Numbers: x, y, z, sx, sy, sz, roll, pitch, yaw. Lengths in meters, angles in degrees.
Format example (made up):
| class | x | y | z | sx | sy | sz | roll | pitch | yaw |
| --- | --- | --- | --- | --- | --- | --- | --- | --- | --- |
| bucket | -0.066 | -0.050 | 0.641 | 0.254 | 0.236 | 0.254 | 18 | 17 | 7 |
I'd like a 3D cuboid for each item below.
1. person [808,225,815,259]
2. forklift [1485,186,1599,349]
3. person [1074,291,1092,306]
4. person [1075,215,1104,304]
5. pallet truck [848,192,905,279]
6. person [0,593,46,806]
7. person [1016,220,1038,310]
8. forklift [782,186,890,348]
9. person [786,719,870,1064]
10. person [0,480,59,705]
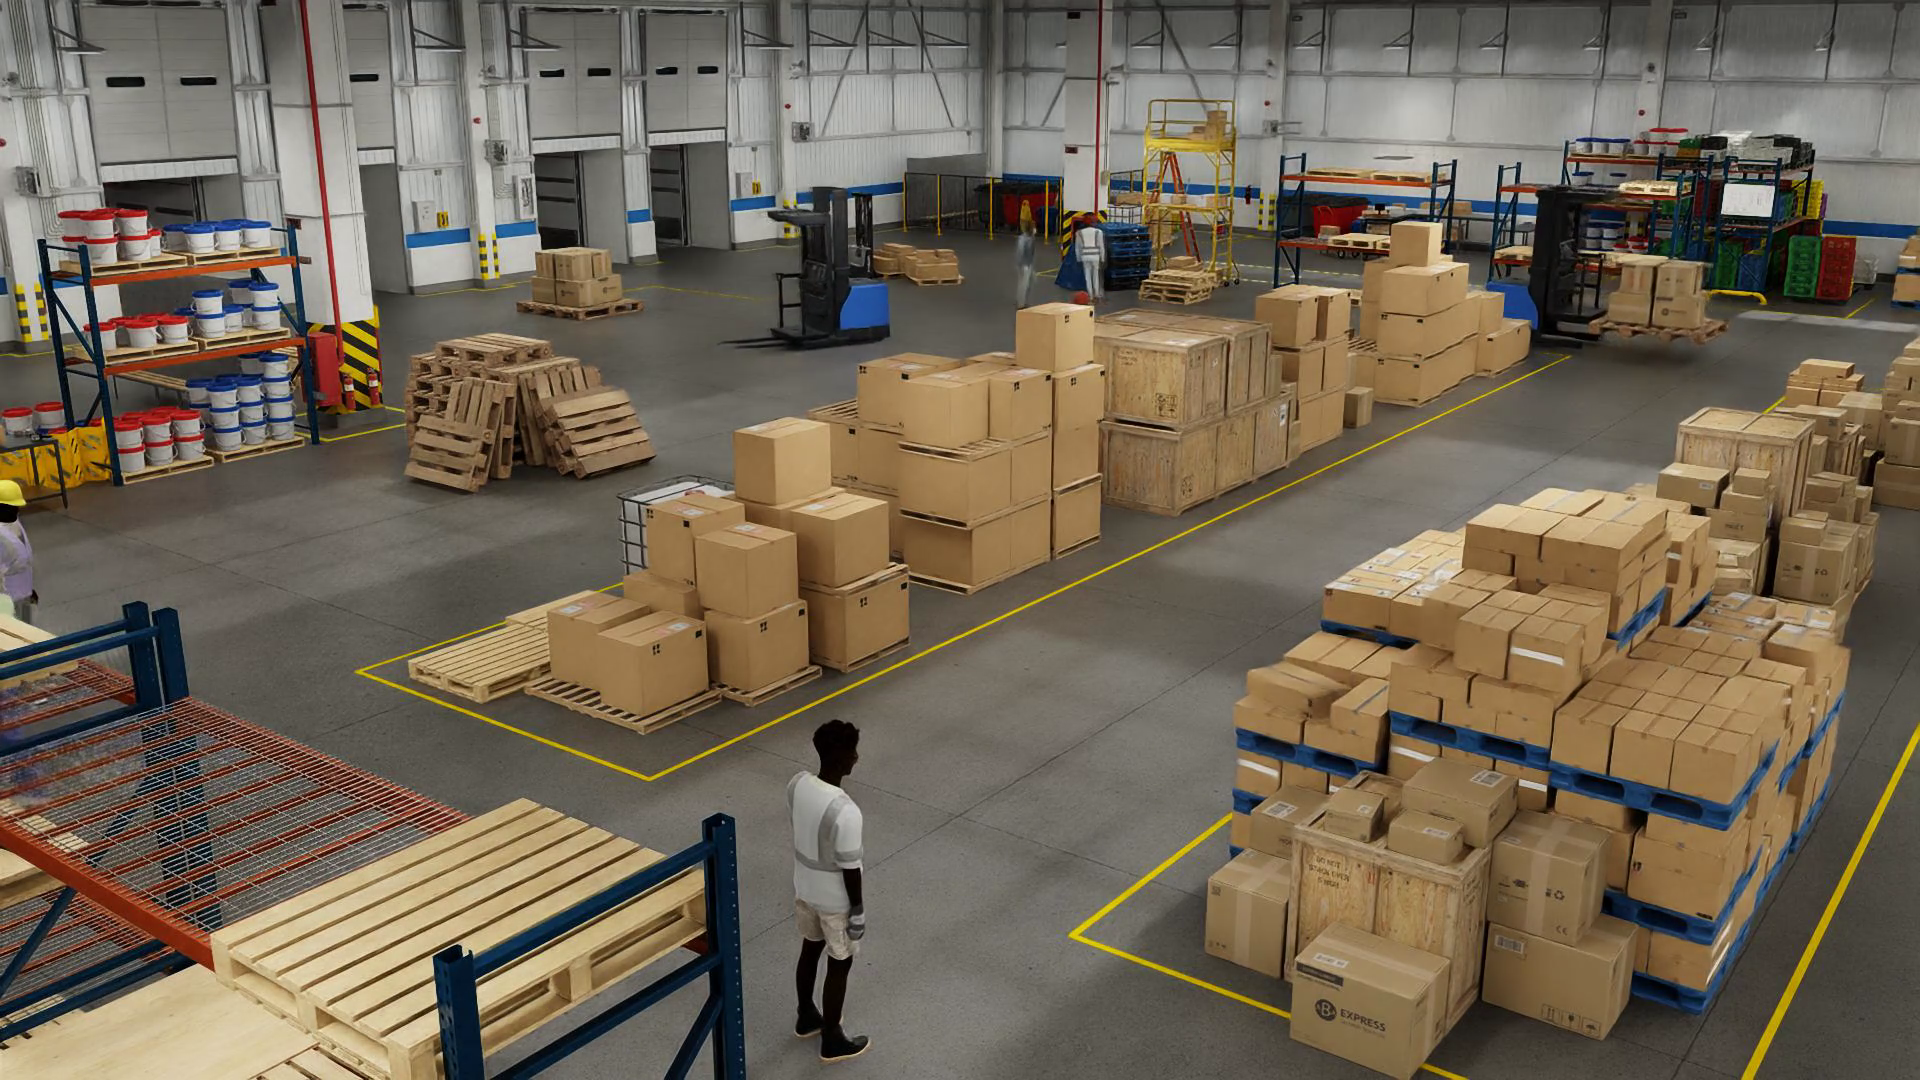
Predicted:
| class | x | y | z | sx | sy | sz | roll | pitch | yaw |
| --- | --- | --- | --- | --- | --- | --- | --- | --- | --- |
| person | -3.360 | -7.143 | 39.617 | 0.527 | 1.598 | 0.872 | -1 | 17 | -3 |
| forklift | 10.728 | -5.041 | 30.467 | 1.873 | 2.768 | 1.129 | 12 | 21 | 35 |
| person | 1.751 | -2.674 | 24.263 | 0.589 | 1.914 | 0.587 | 11 | 20 | 33 |
| person | 2.737 | -5.959 | 35.266 | 0.607 | 1.842 | 0.699 | 0 | 17 | 1 |
| pallet truck | -1.936 | -7.159 | 38.982 | 1.885 | 1.965 | 0.823 | -12 | 21 | -34 |
| person | -7.043 | 1.050 | 11.981 | 0.683 | 1.896 | 0.596 | -2 | 17 | -7 |
| person | 1.362 | -5.570 | 33.877 | 0.472 | 1.909 | 0.658 | 8 | 18 | 24 |
| forklift | -2.326 | -5.038 | 30.458 | 1.873 | 2.768 | 1.129 | -9 | 19 | -28 |
| person | -0.705 | 1.898 | 9.073 | 0.378 | 1.957 | 0.607 | -13 | 21 | -36 |
| person | -7.931 | 0.432 | 13.984 | 0.381 | 1.917 | 0.585 | -3 | 17 | -10 |
